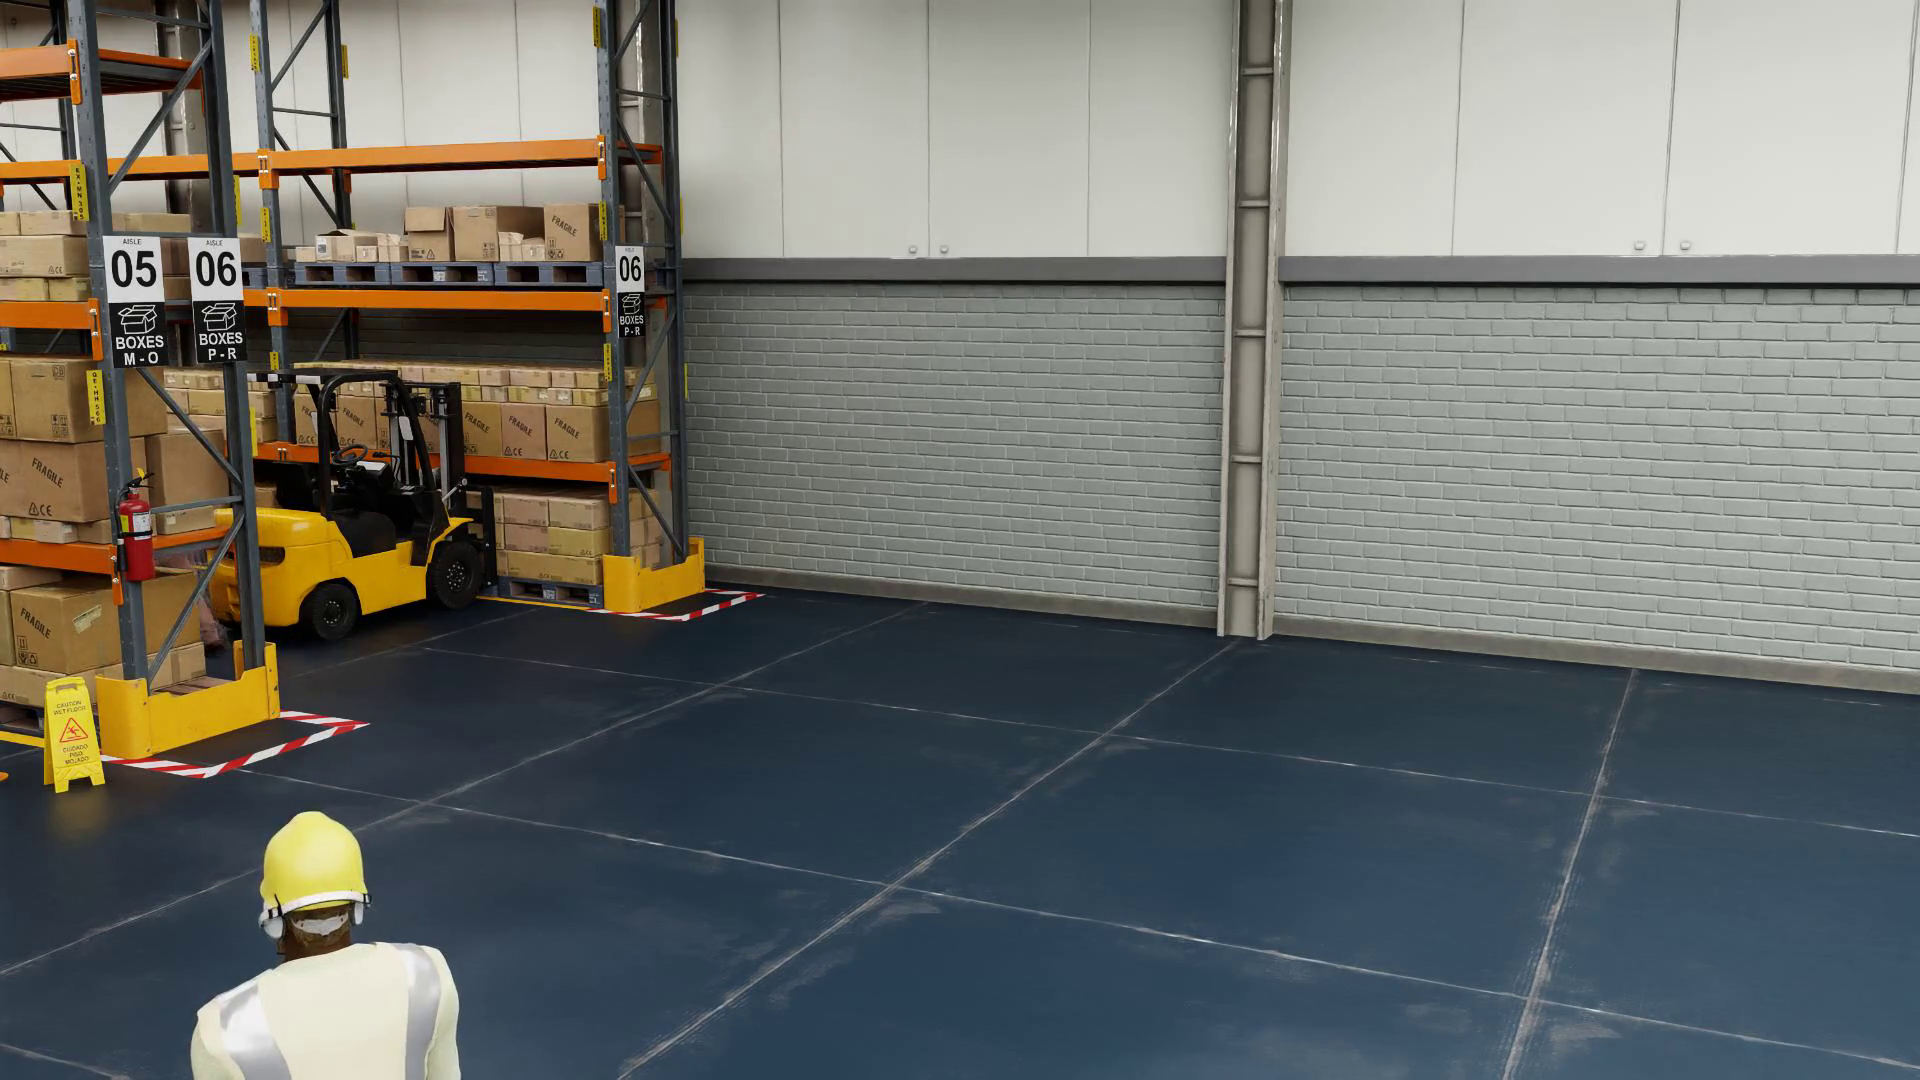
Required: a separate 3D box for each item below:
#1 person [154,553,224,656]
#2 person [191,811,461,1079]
[{"bbox_3d":[-6.237,0.016,12.920,1.022,1.859,0.646,3,10,17],"label":"person"},{"bbox_3d":[-1.425,1.512,3.790,0.592,1.833,0.404,-8,12,-40],"label":"person"}]
